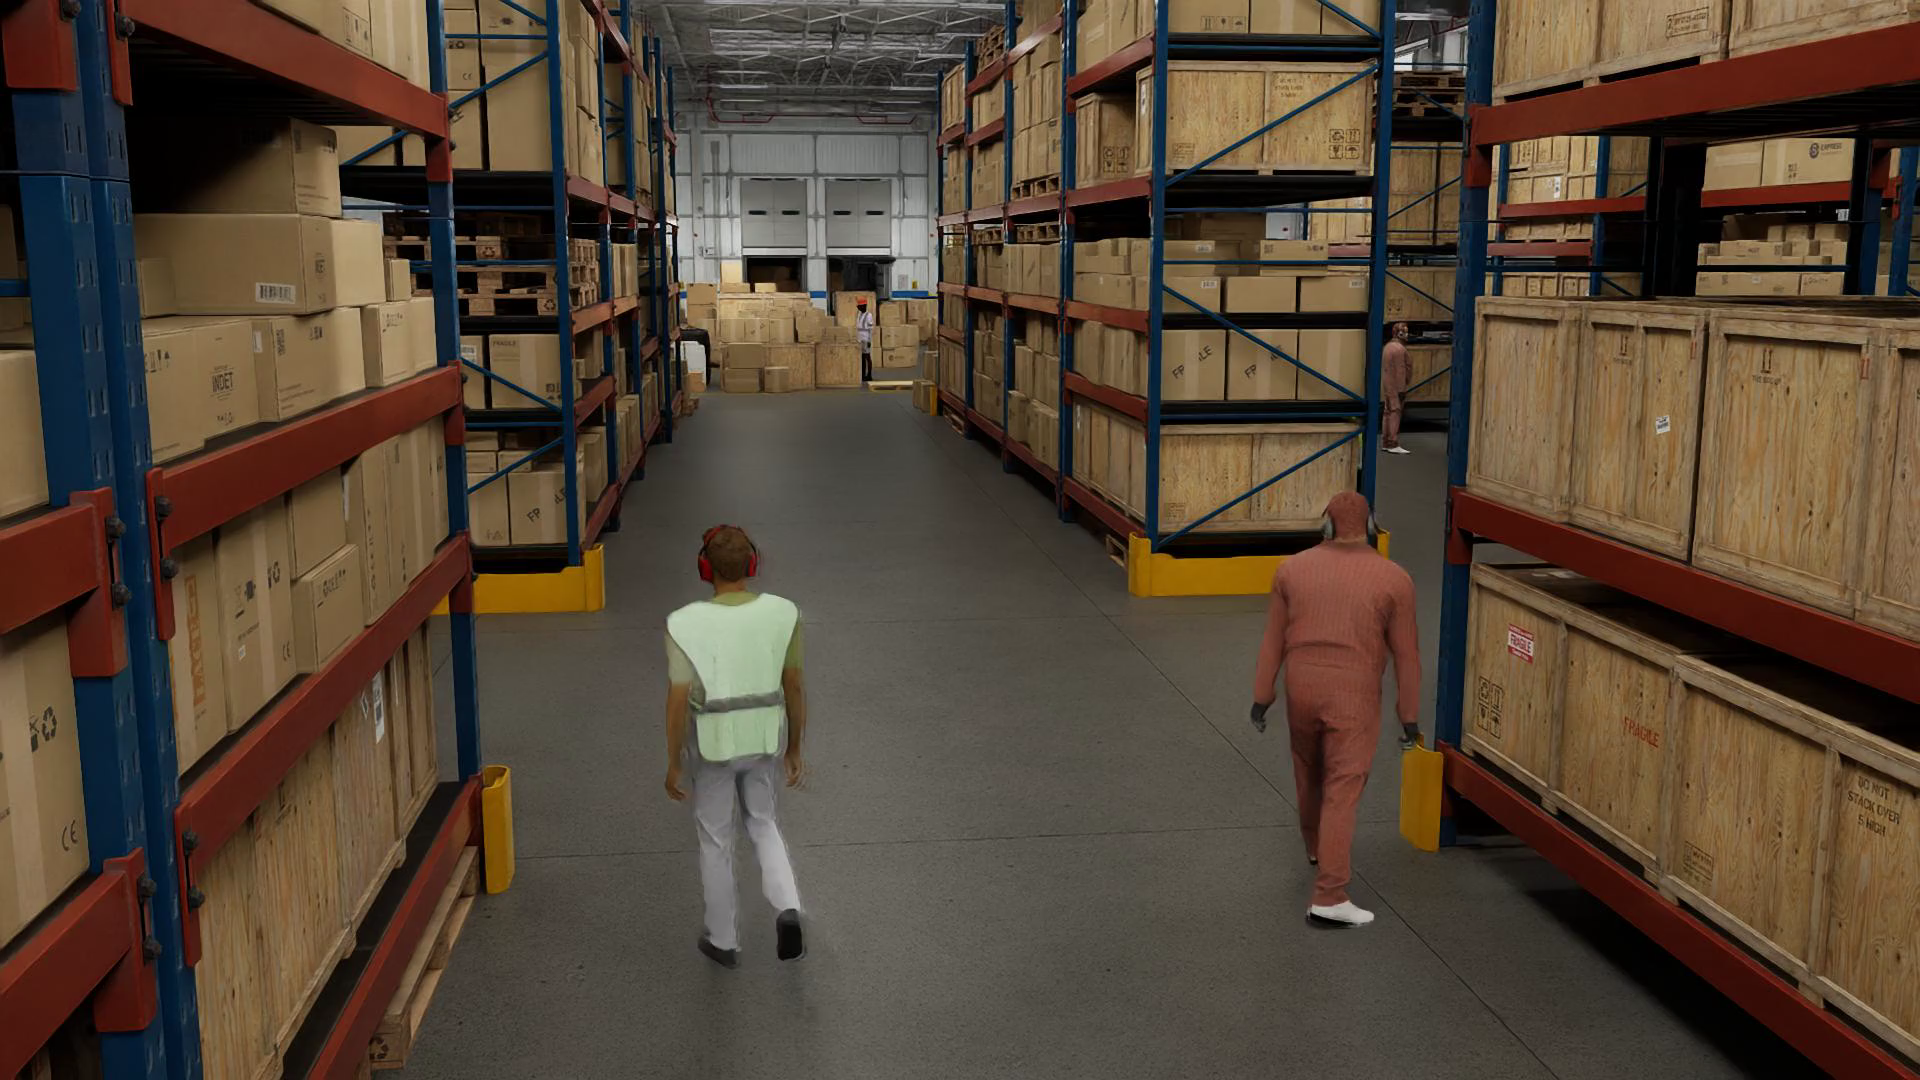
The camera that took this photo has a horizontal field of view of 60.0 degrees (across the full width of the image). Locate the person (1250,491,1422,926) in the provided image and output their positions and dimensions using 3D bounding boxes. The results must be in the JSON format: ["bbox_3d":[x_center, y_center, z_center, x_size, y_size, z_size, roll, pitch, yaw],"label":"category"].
[{"bbox_3d":[1.712,0.710,7.475,0.731,1.836,1.031,6,11,30],"label":"person"}]

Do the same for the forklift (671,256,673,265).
[{"bbox_3d":[-10.987,-9.066,61.344,1.129,2.768,1.873,-1,10,-7],"label":"forklift"}]

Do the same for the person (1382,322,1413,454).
[{"bbox_3d":[6.400,-2.219,24.312,0.405,1.911,0.636,0,10,-1],"label":"person"}]

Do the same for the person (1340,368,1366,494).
[{"bbox_3d":[4.293,-1.046,18.113,0.319,1.690,0.530,-8,12,-38],"label":"person"}]

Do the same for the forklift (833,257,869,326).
[{"bbox_3d":[-2.970,-6.678,47.442,1.873,2.768,1.129,6,11,30],"label":"forklift"}]

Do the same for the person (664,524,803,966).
[{"bbox_3d":[-0.895,0.852,6.673,0.565,1.831,0.525,-6,11,-31],"label":"person"}]

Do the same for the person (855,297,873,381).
[{"bbox_3d":[-2.207,-4.593,38.066,0.376,1.933,0.544,-6,12,-32],"label":"person"}]
